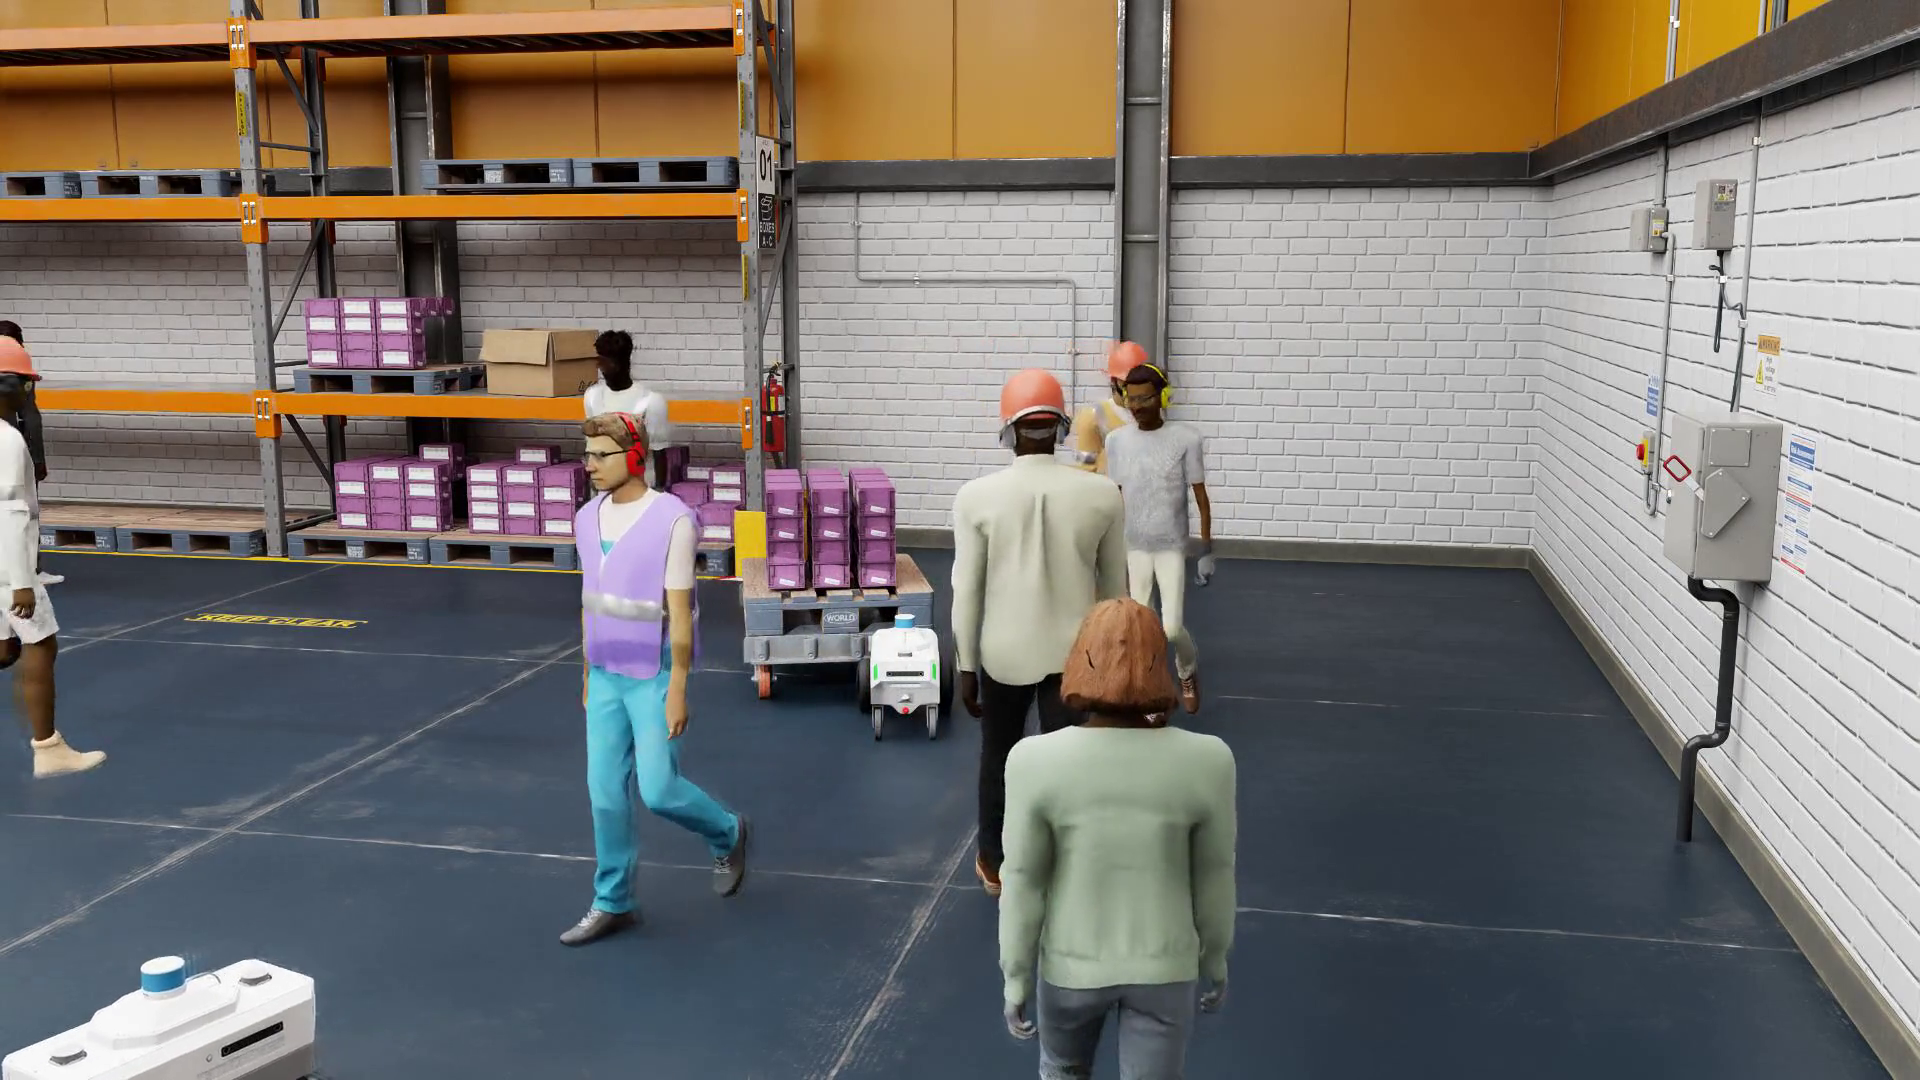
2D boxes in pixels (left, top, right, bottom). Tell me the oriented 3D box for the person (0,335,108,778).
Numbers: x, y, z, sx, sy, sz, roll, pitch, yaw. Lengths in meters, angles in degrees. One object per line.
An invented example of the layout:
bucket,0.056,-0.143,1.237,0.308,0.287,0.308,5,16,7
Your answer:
person,-4.329,0.112,7.343,0.619,2.019,0.791,9,13,43

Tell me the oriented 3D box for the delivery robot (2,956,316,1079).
delivery robot,-2.009,1.305,4.230,0.477,0.478,0.707,6,11,30

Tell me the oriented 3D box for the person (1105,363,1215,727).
person,0.985,0.047,8.201,0.555,1.848,0.522,5,11,27

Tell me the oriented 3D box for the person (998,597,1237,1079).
person,0.341,0.922,3.604,0.513,1.617,0.477,1,9,4

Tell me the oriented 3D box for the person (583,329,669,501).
person,-2.034,-0.348,10.332,0.621,1.934,0.661,4,10,25

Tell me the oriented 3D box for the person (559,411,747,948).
person,-1.087,0.461,5.754,0.584,1.827,0.666,7,12,37

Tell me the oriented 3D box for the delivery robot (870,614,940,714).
delivery robot,-0.277,0.618,8.368,0.477,0.478,0.707,0,9,-2

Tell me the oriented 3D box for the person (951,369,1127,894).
person,0.280,0.378,5.897,0.632,1.952,0.938,0,9,-1

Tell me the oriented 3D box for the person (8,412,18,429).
person,-6.678,-0.505,11.537,0.331,1.844,0.512,-3,10,-16

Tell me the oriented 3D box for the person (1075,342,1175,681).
person,0.963,-0.136,9.160,0.535,1.886,0.905,-7,12,-35

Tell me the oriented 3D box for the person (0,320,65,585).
person,-6.843,-0.613,11.970,0.590,1.918,0.386,4,10,20
